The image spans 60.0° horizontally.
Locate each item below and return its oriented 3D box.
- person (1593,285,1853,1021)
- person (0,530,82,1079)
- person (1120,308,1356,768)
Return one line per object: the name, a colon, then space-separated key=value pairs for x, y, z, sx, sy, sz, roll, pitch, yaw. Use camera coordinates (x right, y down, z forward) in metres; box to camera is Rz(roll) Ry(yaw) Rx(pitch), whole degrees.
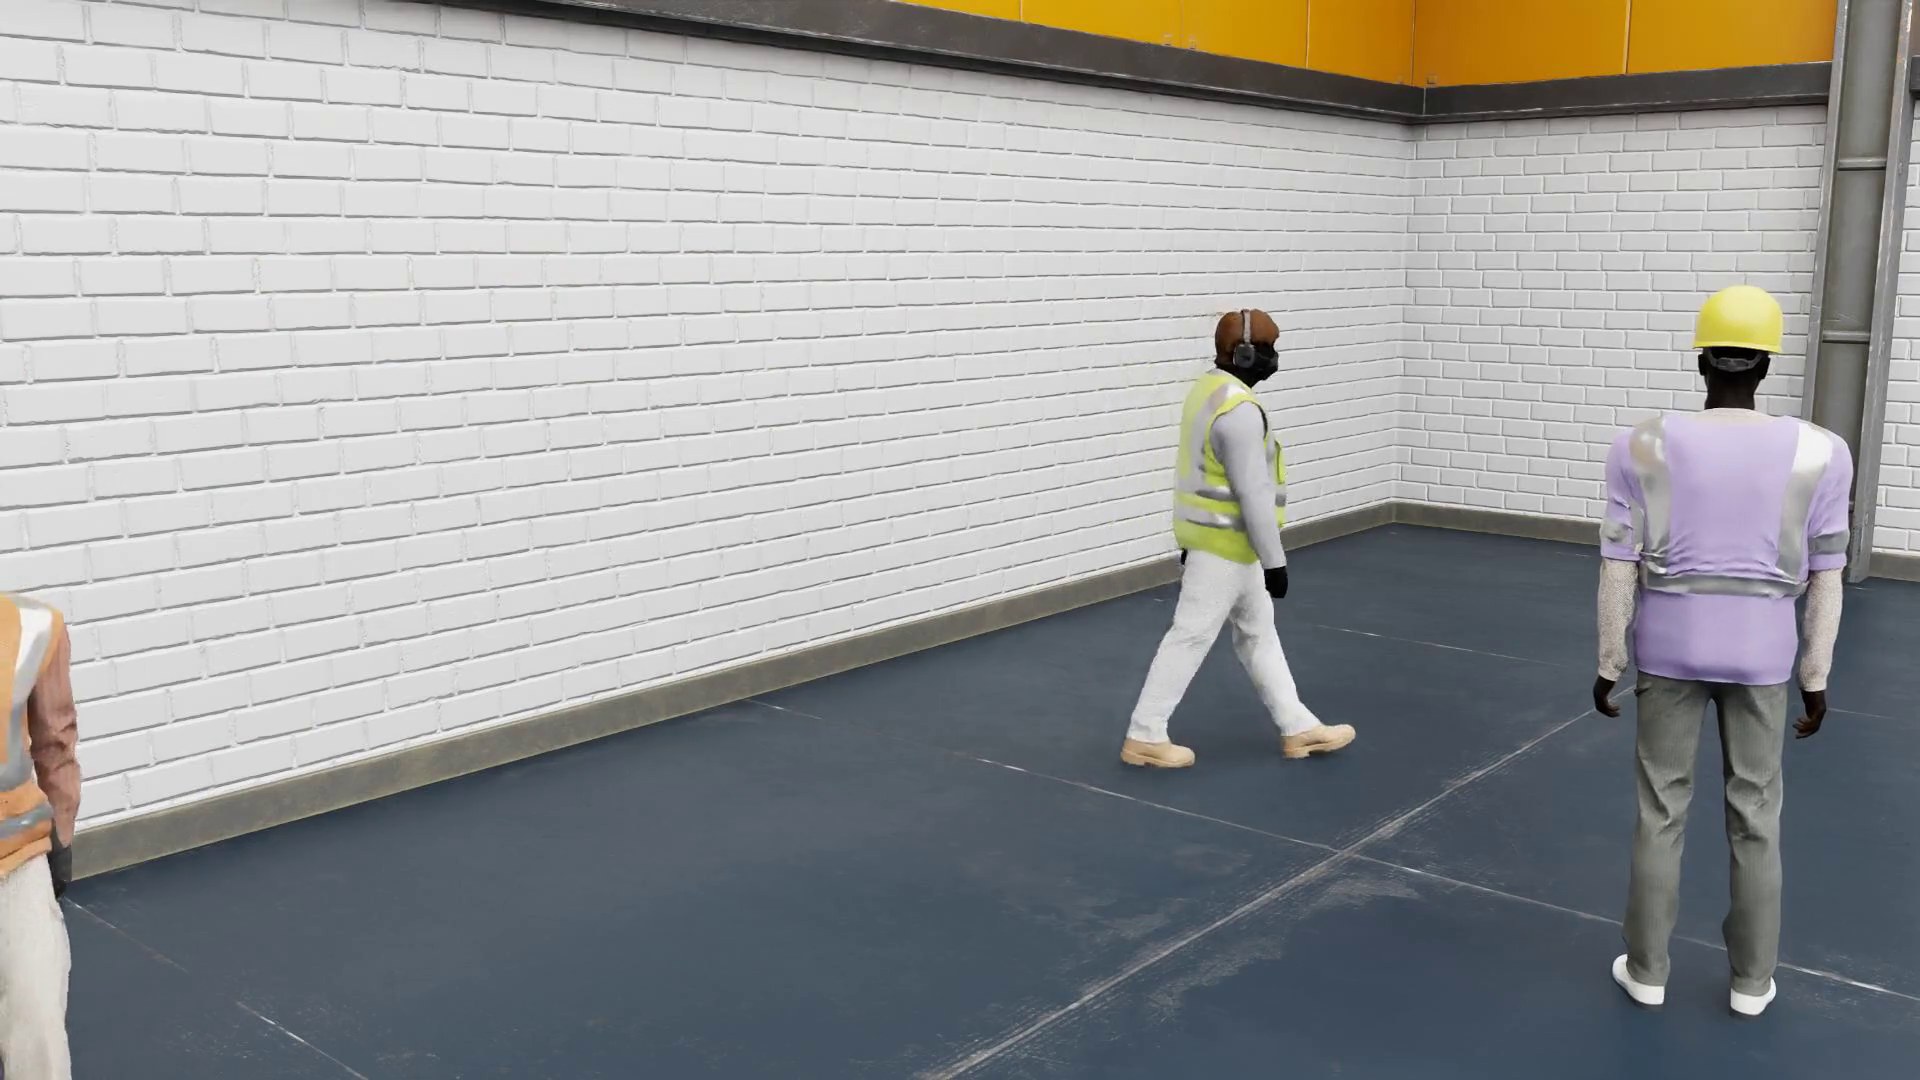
person: x=1.979 y=0.302 z=4.387 sx=0.590 sy=1.926 sz=0.388 roll=3 pitch=11 yaw=19
person: x=-2.034 y=0.653 z=3.349 sx=0.515 sy=1.594 sz=0.873 roll=-8 pitch=13 yaw=-39
person: x=1.069 y=0.011 z=6.428 sx=0.958 sy=1.791 sz=0.648 roll=0 pitch=10 yaw=0
